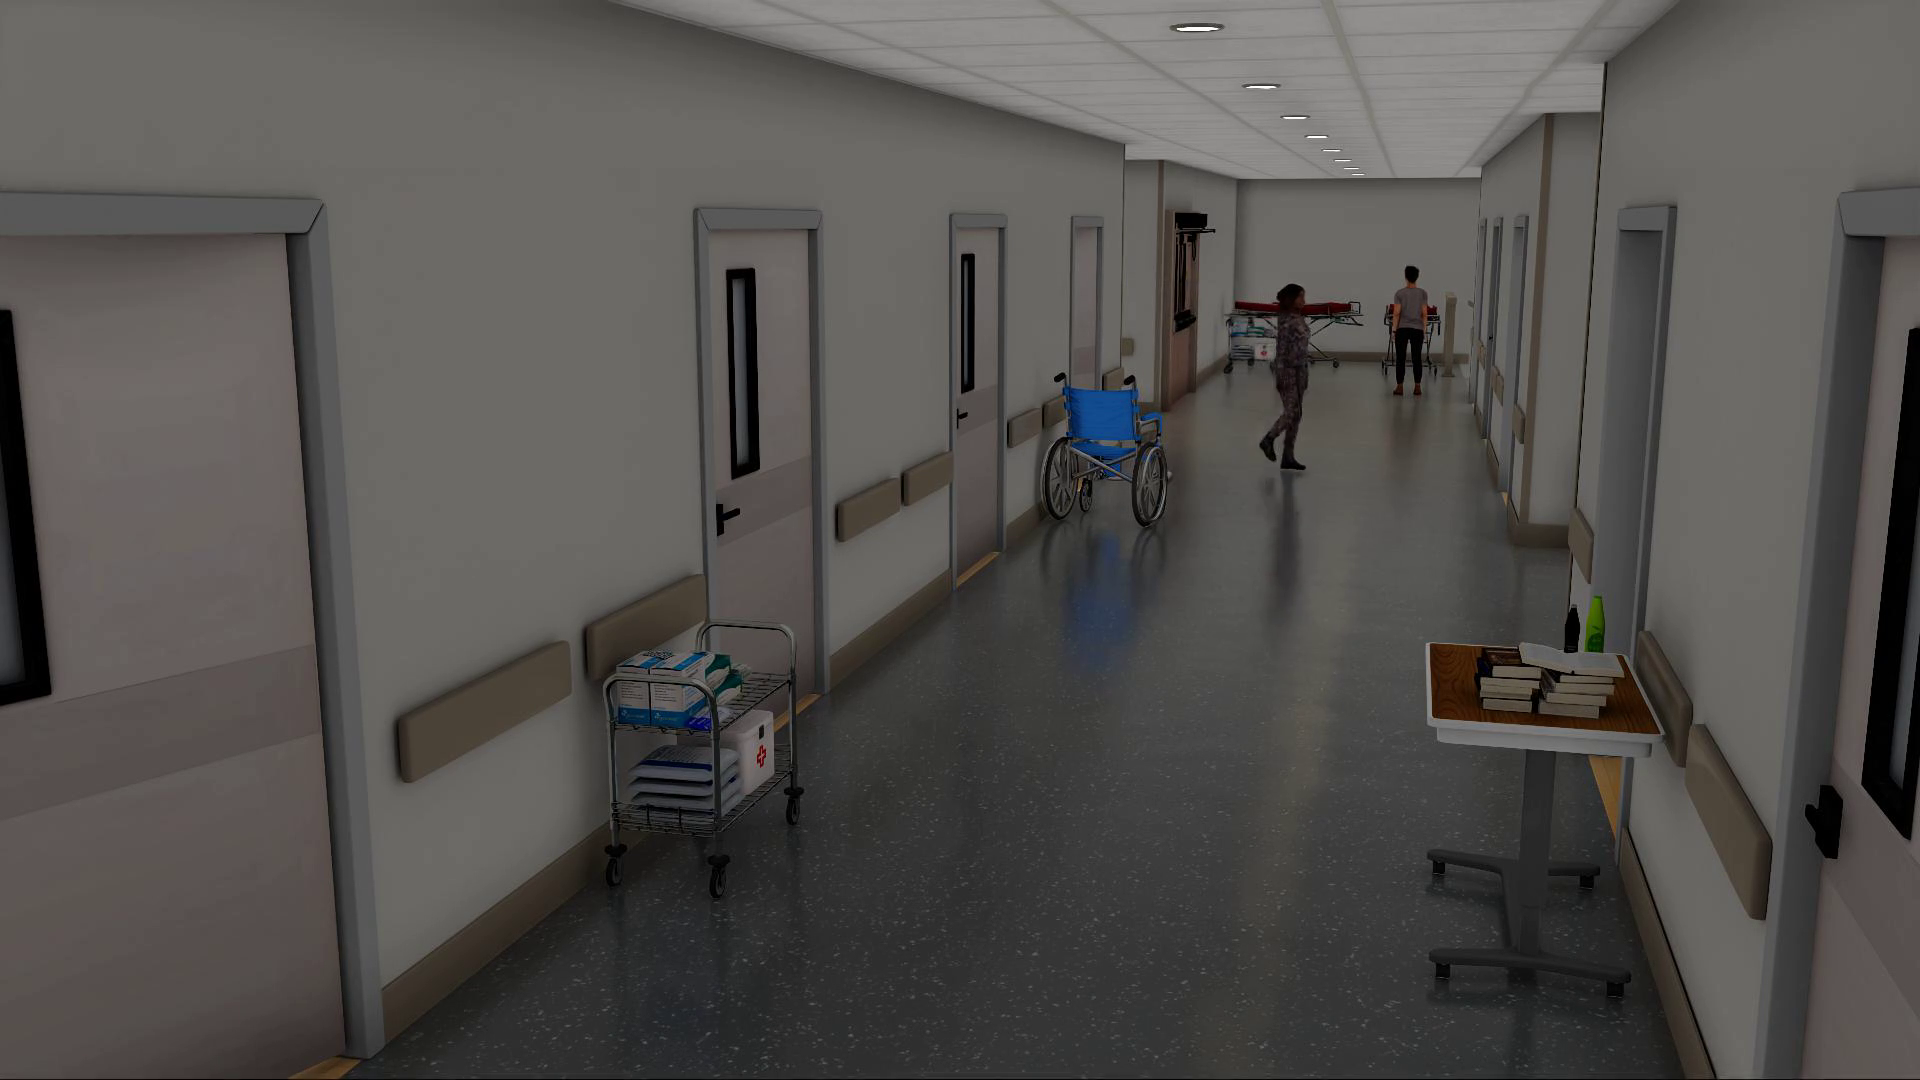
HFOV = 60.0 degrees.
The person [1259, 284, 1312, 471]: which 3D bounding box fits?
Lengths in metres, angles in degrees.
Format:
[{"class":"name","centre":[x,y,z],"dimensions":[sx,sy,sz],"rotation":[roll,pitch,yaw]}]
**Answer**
[{"class":"person","centre":[2.982,-1.500,15.347],"dimensions":[0.764,1.707,0.804],"rotation":[-11,15,-44]}]

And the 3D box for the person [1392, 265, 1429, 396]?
[{"class":"person","centre":[5.996,-2.804,22.181],"dimensions":[0.632,1.721,0.564],"rotation":[1,11,7]}]
